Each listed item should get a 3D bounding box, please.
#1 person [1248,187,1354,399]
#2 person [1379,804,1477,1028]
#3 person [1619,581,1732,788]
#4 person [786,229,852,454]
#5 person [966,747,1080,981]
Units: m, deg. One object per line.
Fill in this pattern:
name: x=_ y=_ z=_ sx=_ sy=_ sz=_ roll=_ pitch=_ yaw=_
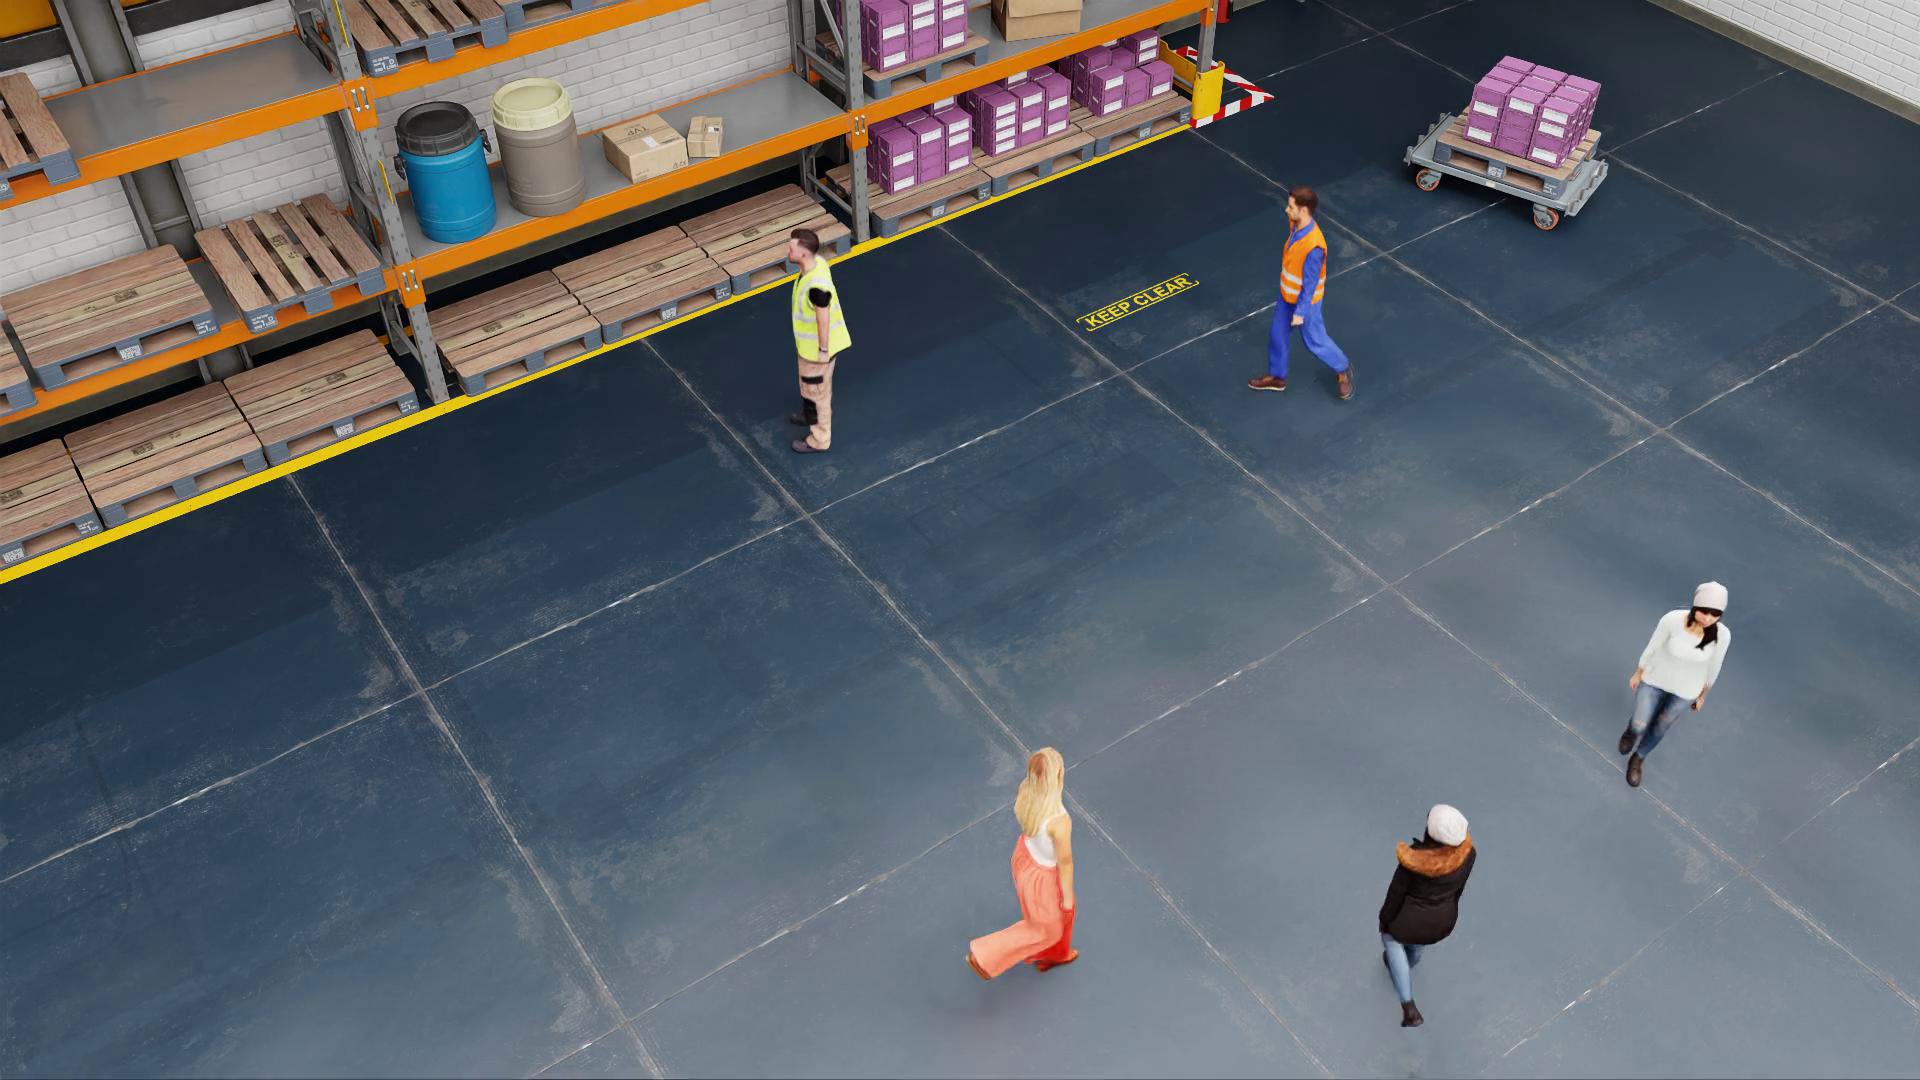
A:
person: x=2.692 y=-1.872 z=12.775 sx=1.133 sy=1.835 sz=0.916 roll=-15 pitch=46 yaw=-15
person: x=2.482 y=2.023 z=8.843 sx=0.896 sy=1.620 sz=0.883 roll=-6 pitch=44 yaw=-6
person: x=4.315 y=0.814 z=10.095 sx=0.743 sy=1.642 sz=0.798 roll=14 pitch=45 yaw=14
person: x=-1.046 y=-1.516 z=12.400 sx=0.931 sy=1.837 sz=0.899 roll=-6 pitch=44 yaw=-6
person: x=0.346 y=1.820 z=8.939 sx=0.980 sy=1.781 sz=0.783 roll=-14 pitch=45 yaw=-14
